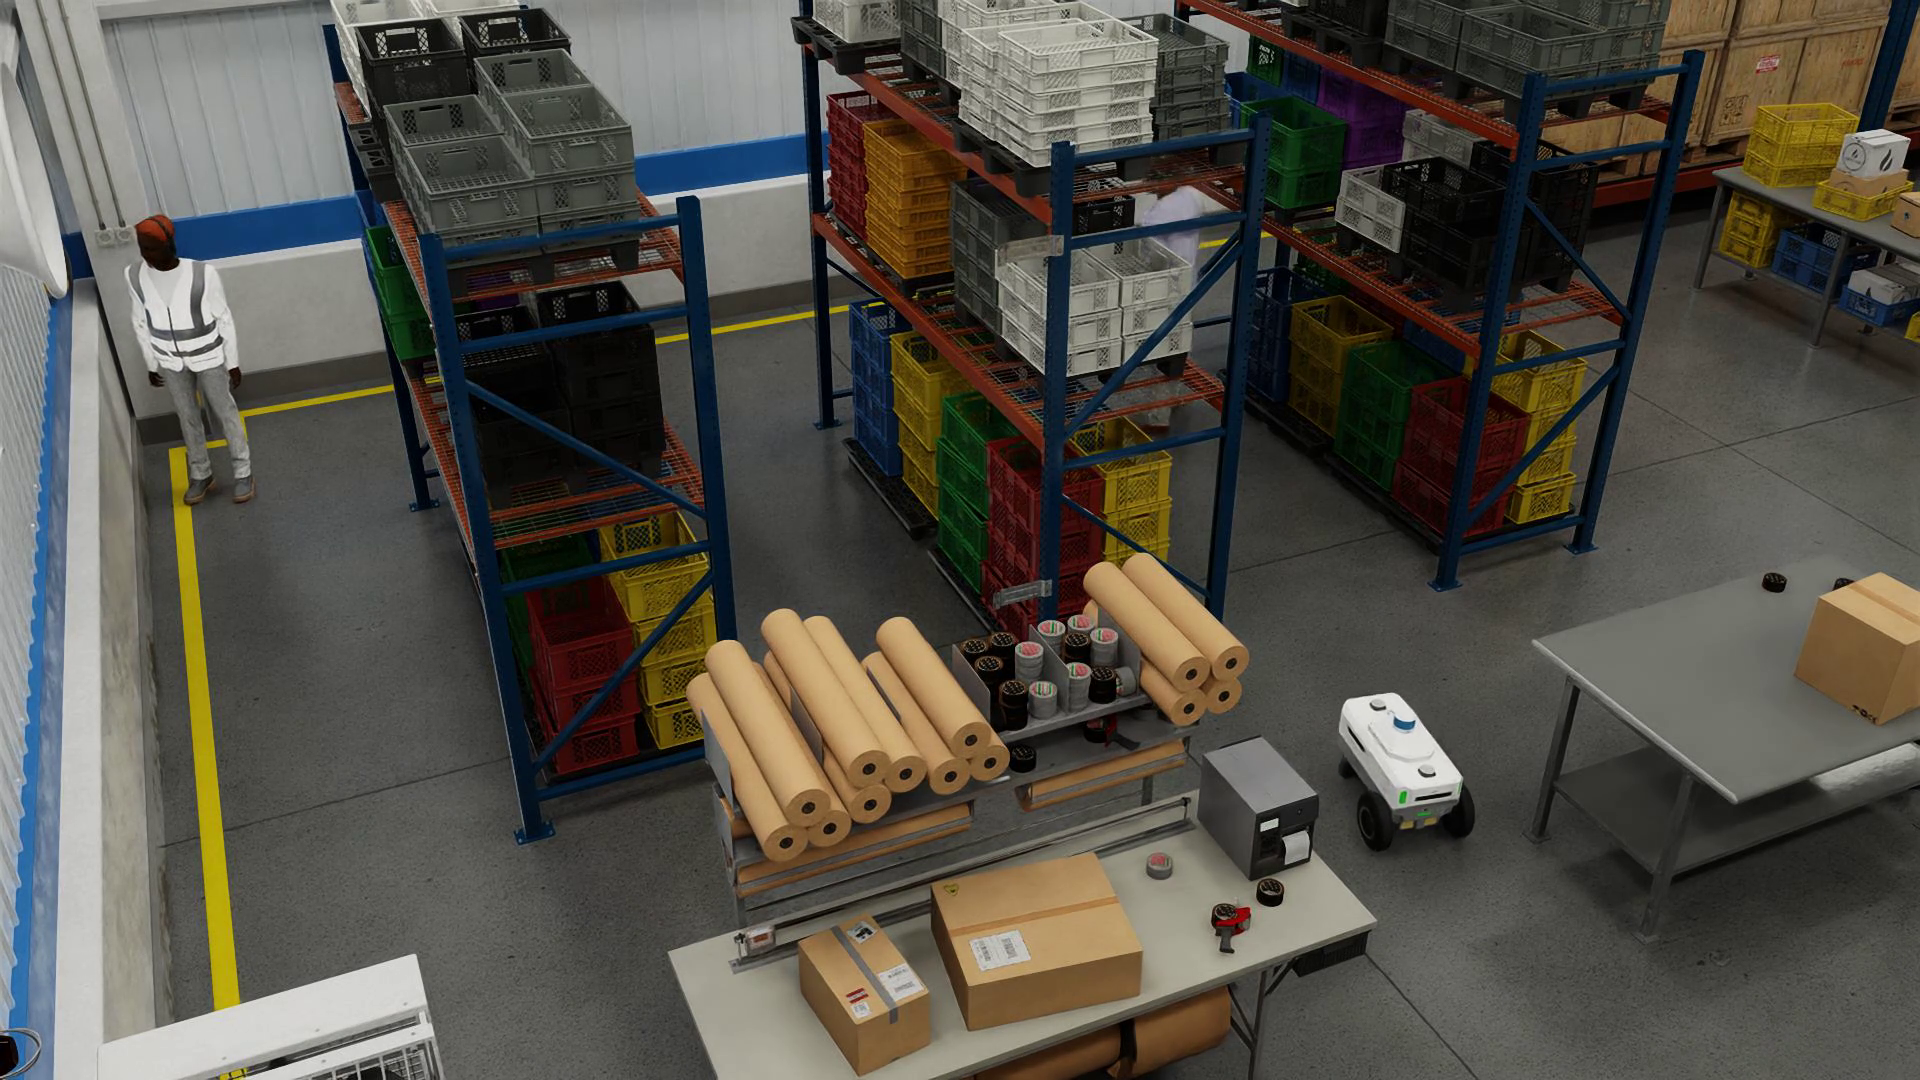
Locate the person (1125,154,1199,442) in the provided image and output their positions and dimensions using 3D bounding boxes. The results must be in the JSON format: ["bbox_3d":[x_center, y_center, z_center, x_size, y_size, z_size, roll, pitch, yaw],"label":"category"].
[{"bbox_3d":[1.353,-1.638,11.070,0.421,1.907,0.898,15,34,22],"label":"person"}]

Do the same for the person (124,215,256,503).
[{"bbox_3d":[-4.710,-1.096,10.200,0.576,1.881,0.352,-1,32,-1],"label":"person"}]

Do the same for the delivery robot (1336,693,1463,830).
[{"bbox_3d":[2.090,1.023,7.928,0.477,0.478,0.707,-7,32,-11],"label":"delivery robot"}]
